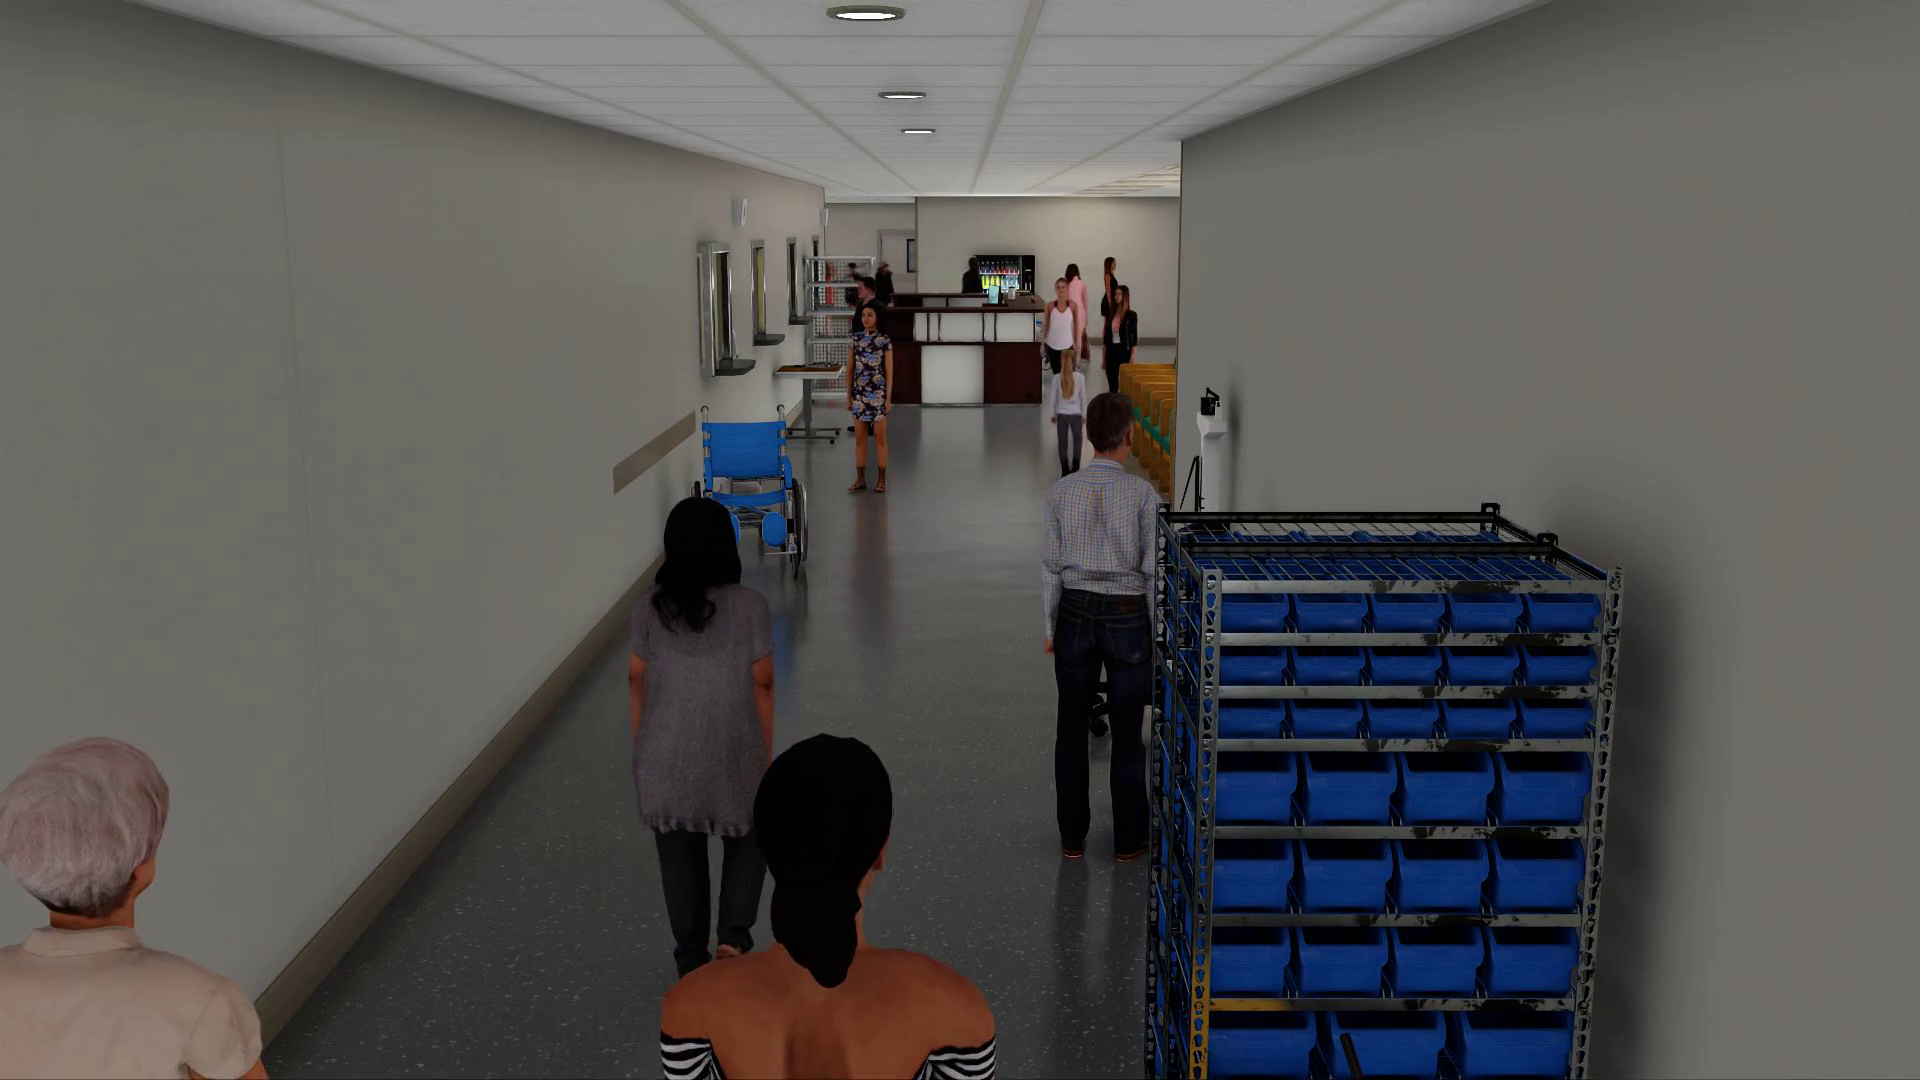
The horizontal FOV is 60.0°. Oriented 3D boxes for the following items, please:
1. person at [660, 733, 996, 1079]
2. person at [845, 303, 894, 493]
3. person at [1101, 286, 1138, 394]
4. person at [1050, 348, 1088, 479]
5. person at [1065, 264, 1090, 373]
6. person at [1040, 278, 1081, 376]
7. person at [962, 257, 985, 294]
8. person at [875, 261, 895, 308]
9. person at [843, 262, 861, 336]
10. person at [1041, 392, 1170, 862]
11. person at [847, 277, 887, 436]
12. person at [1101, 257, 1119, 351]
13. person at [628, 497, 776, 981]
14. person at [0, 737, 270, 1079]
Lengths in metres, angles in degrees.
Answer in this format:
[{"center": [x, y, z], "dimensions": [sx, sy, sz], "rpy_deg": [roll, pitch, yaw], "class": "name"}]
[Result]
[{"center": [-0.178, 1.172, 2.094], "dimensions": [0.997, 1.783, 0.741], "rpy_deg": [1, 11, 4], "class": "person"}, {"center": [-0.825, -1.314, 15.329], "dimensions": [0.548, 1.733, 0.703], "rpy_deg": [3, 11, 15], "class": "person"}, {"center": [1.945, -2.212, 20.116], "dimensions": [0.639, 1.713, 0.738], "rpy_deg": [7, 13, 34], "class": "person"}, {"center": [1.034, -1.182, 15.882], "dimensions": [0.604, 1.267, 0.609], "rpy_deg": [1, 11, 7], "class": "person"}, {"center": [1.924, -3.677, 27.638], "dimensions": [0.607, 1.785, 0.744], "rpy_deg": [-2, 11, -9], "class": "person"}, {"center": [1.280, -2.402, 20.961], "dimensions": [0.757, 1.770, 0.777], "rpy_deg": [2, 11, 13], "class": "person"}, {"center": [0.150, -4.496, 31.930], "dimensions": [1.262, 1.794, 1.065], "rpy_deg": [-6, 12, -29], "class": "person"}, {"center": [-1.747, -5.512, 37.721], "dimensions": [0.758, 1.631, 0.848], "rpy_deg": [-10, 15, -42], "class": "person"}, {"center": [-2.308, -5.201, 36.157], "dimensions": [0.905, 1.604, 0.749], "rpy_deg": [3, 11, 15], "class": "person"}, {"center": [0.556, 0.328, 6.441], "dimensions": [0.614, 1.820, 0.781], "rpy_deg": [4, 11, 18], "class": "person"}, {"center": [-1.069, -2.175, 19.567], "dimensions": [0.802, 1.845, 0.804], "rpy_deg": [-7, 13, -32], "class": "person"}, {"center": [2.812, -4.392, 31.273], "dimensions": [0.611, 1.835, 0.638], "rpy_deg": [3, 11, 15], "class": "person"}, {"center": [-0.818, 0.676, 5.209], "dimensions": [0.657, 1.596, 0.679], "rpy_deg": [0, 11, -1], "class": "person"}, {"center": [-1.202, 1.171, 2.274], "dimensions": [0.980, 1.719, 0.779], "rpy_deg": [1, 11, 7], "class": "person"}]
